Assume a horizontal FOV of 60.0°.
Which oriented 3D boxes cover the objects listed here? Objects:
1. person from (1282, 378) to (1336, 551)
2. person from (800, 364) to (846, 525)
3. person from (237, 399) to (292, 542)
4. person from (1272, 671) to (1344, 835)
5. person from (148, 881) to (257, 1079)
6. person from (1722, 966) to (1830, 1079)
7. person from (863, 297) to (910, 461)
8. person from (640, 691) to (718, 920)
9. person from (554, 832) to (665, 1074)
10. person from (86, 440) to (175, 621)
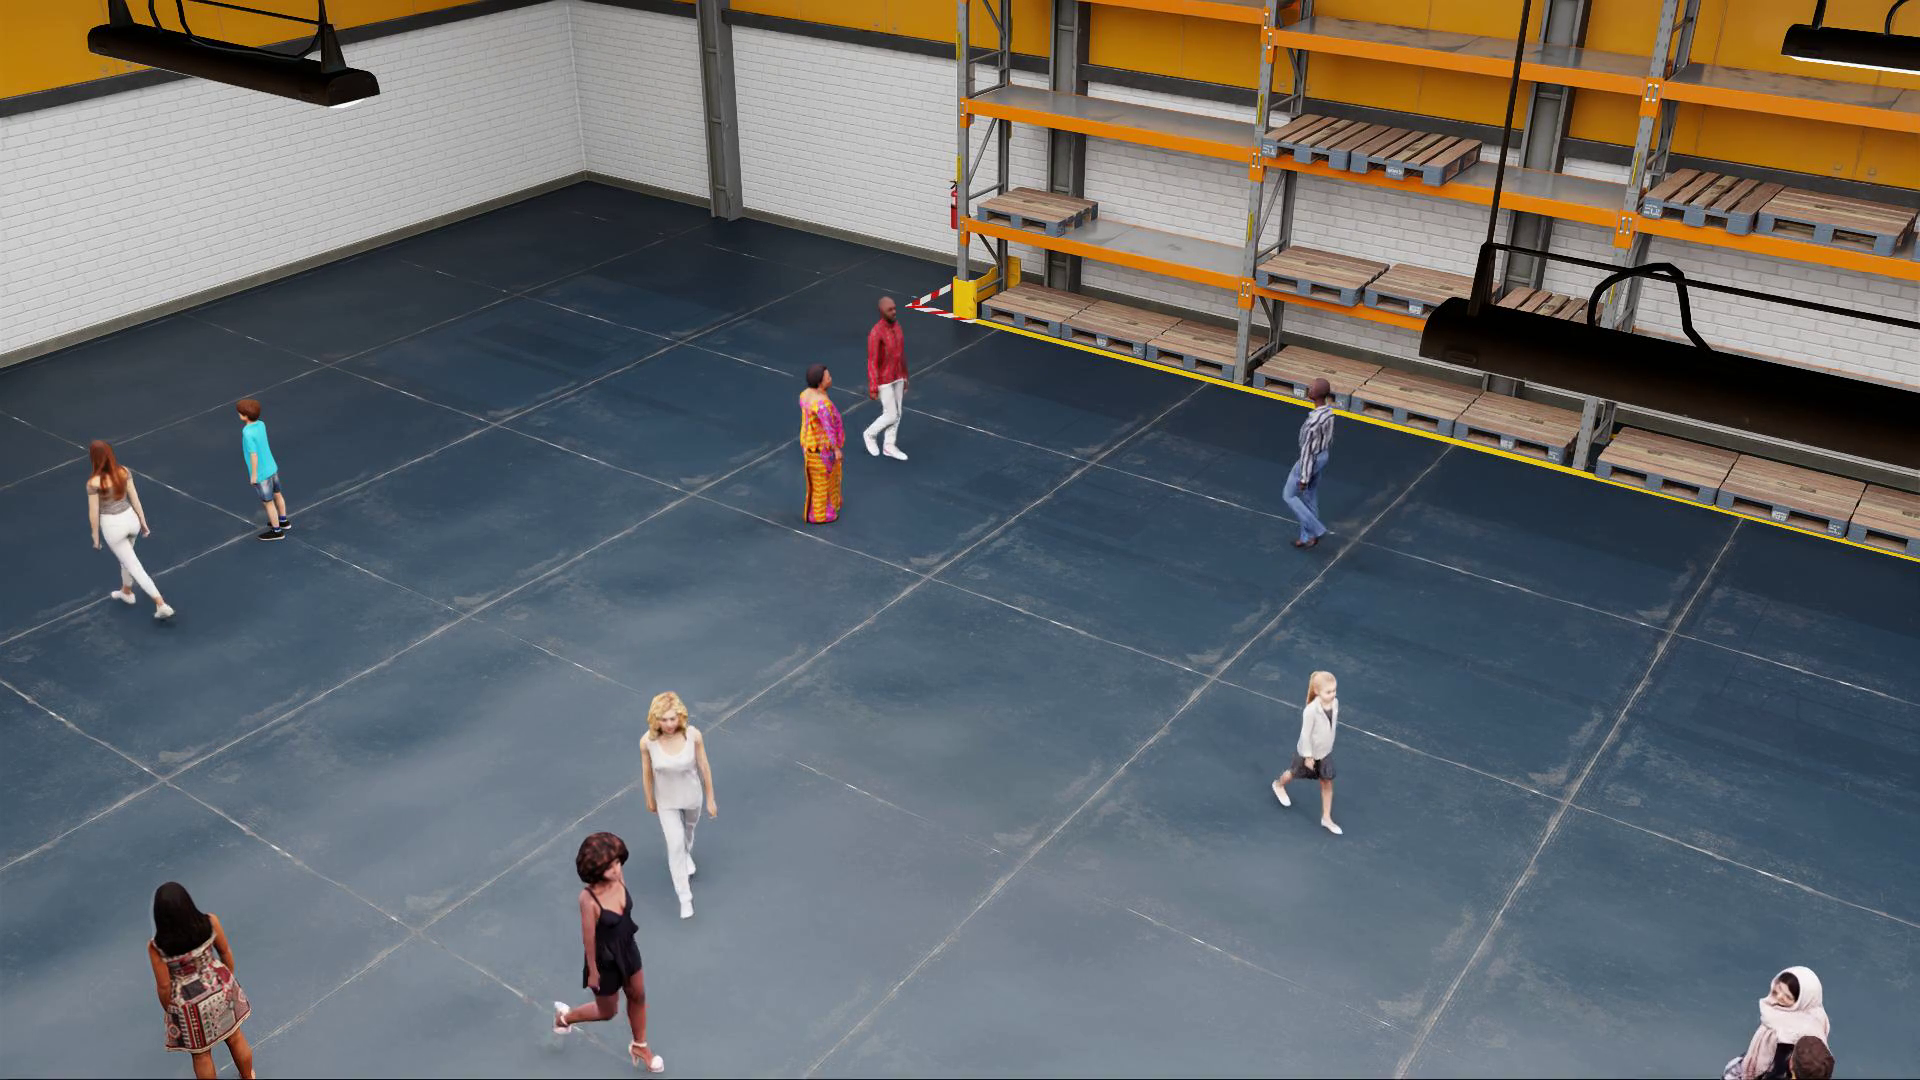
[{"bbox_3d":[3.390,-0.656,15.633,0.681,1.784,0.683,15,32,26],"label":"person"},{"bbox_3d":[-1.399,-0.945,16.283,0.858,1.668,0.789,-11,30,-19],"label":"person"},{"bbox_3d":[-6.730,-0.700,16.064,0.635,1.449,0.601,0,29,0],"label":"person"},{"bbox_3d":[2.560,1.504,12.228,0.771,1.252,0.967,-14,32,-24],"label":"person"},{"bbox_3d":[-4.431,2.658,9.702,0.577,1.645,0.682,25,37,38],"label":"person"},{"bbox_3d":[4.566,3.005,9.127,1.147,1.587,0.834,9,30,16],"label":"person"},{"bbox_3d":[-0.824,-1.723,17.563,0.724,1.808,0.652,20,34,32],"label":"person"},{"bbox_3d":[-1.935,1.711,11.454,1.012,1.630,1.131,-8,30,-15],"label":"person"},{"bbox_3d":[-2.146,2.470,9.914,0.992,1.772,0.670,12,31,21],"label":"person"},{"bbox_3d":[-7.323,-0.055,14.626,1.140,1.692,0.673,15,32,26],"label":"person"}]
